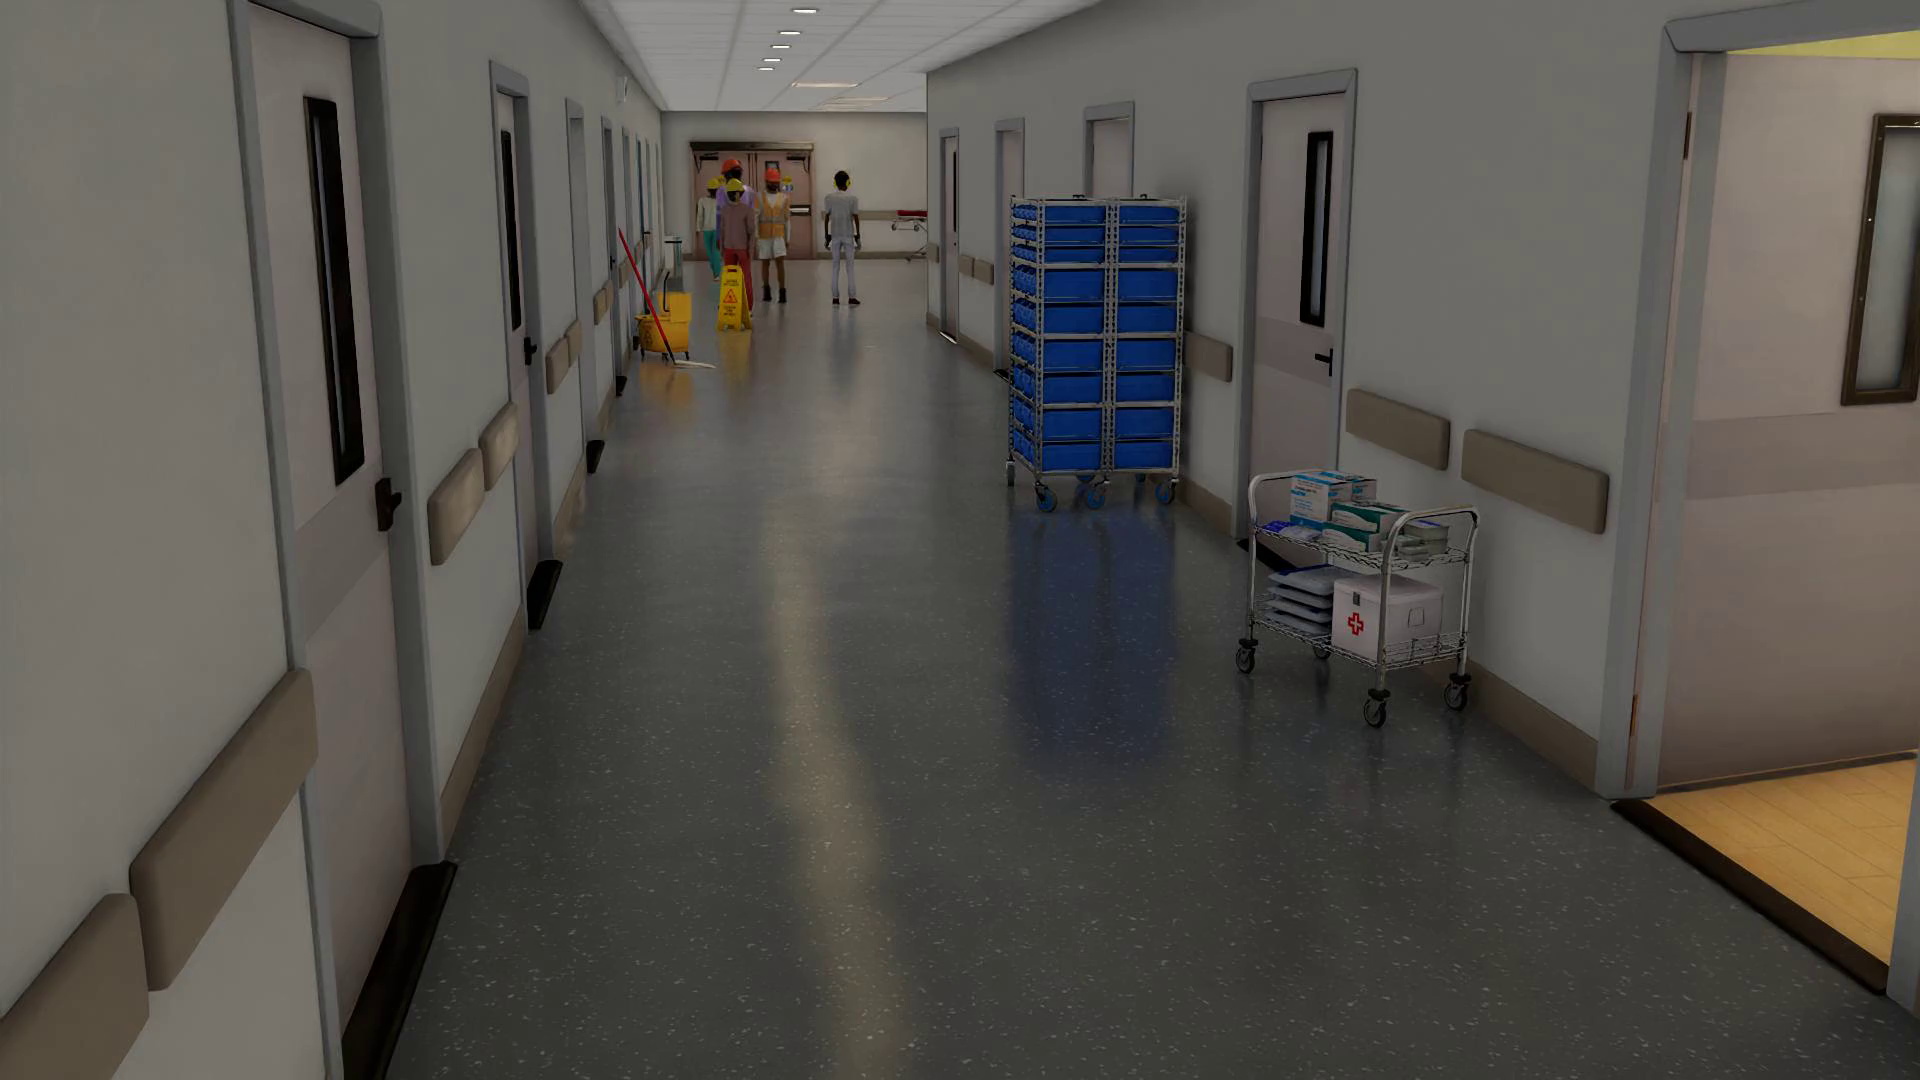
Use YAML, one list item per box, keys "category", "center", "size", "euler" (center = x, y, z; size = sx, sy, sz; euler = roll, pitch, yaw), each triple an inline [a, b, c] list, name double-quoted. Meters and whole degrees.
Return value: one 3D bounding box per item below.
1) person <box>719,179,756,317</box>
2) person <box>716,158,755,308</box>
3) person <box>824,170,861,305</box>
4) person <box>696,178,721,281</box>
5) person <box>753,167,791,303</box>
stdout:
- category: "person"
  center: [-2.872, -3.746, 21.400]
  size: [0.524, 1.769, 0.314]
  euler: [6, 14, 24]
- category: "person"
  center: [-3.068, -4.146, 22.594]
  size: [0.609, 2.032, 0.410]
  euler: [-12, 17, -43]
- category: "person"
  center: [-1.644, -4.228, 23.321]
  size: [0.532, 1.865, 0.310]
  euler: [2, 13, 8]
- category: "person"
  center: [-4.201, -5.300, 28.374]
  size: [0.527, 1.730, 0.812]
  euler: [1, 13, 6]
- category: "person"
  center: [-2.694, -4.366, 23.833]
  size: [0.557, 1.908, 0.764]
  euler: [-2, 13, -9]
